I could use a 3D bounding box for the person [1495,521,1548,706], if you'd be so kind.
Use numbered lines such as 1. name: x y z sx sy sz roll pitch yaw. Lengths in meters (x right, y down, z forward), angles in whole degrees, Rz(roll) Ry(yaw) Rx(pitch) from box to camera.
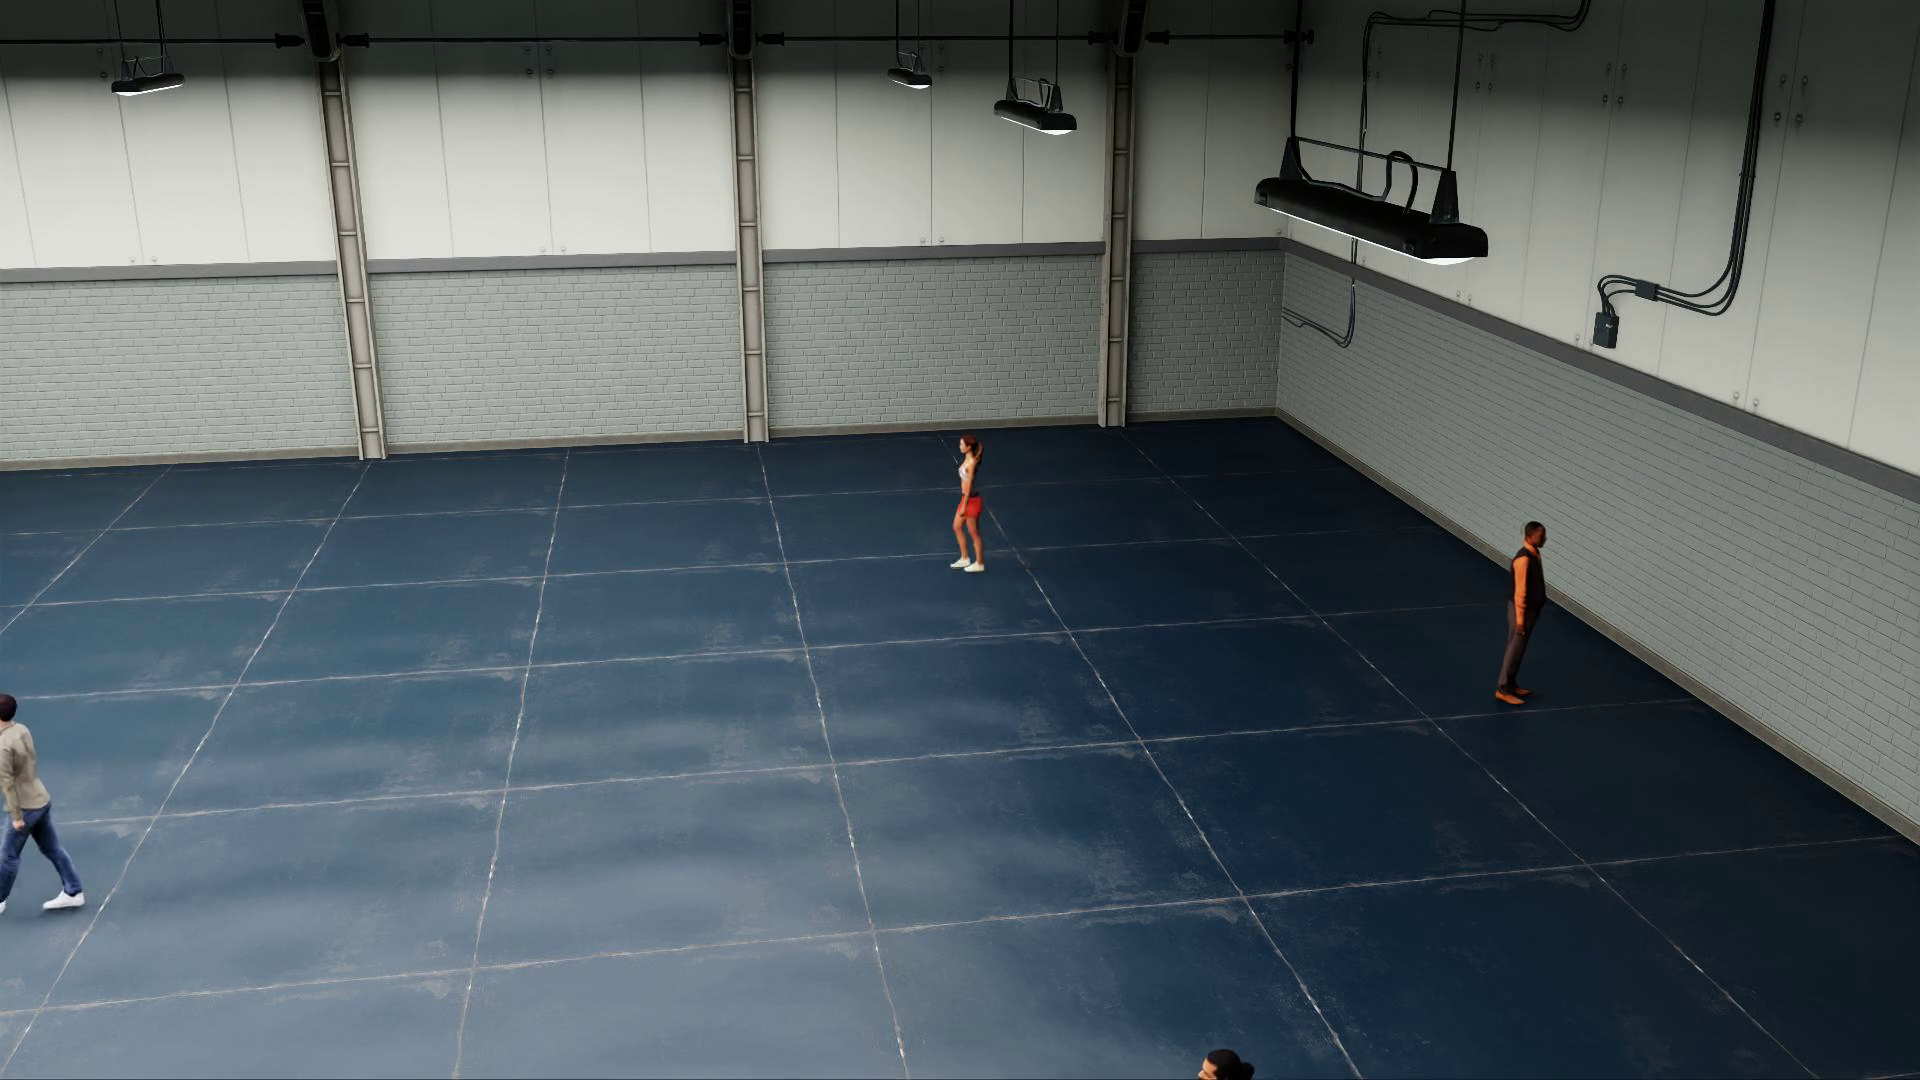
1. person: 5.715 0.718 16.915 0.838 1.906 0.802 10 20 27

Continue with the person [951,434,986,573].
1. person: 0.222 -0.447 20.696 0.683 1.780 0.615 -1 18 -4

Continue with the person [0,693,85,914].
1. person: -7.147 2.068 12.898 1.083 1.826 0.753 -2 18 -7
